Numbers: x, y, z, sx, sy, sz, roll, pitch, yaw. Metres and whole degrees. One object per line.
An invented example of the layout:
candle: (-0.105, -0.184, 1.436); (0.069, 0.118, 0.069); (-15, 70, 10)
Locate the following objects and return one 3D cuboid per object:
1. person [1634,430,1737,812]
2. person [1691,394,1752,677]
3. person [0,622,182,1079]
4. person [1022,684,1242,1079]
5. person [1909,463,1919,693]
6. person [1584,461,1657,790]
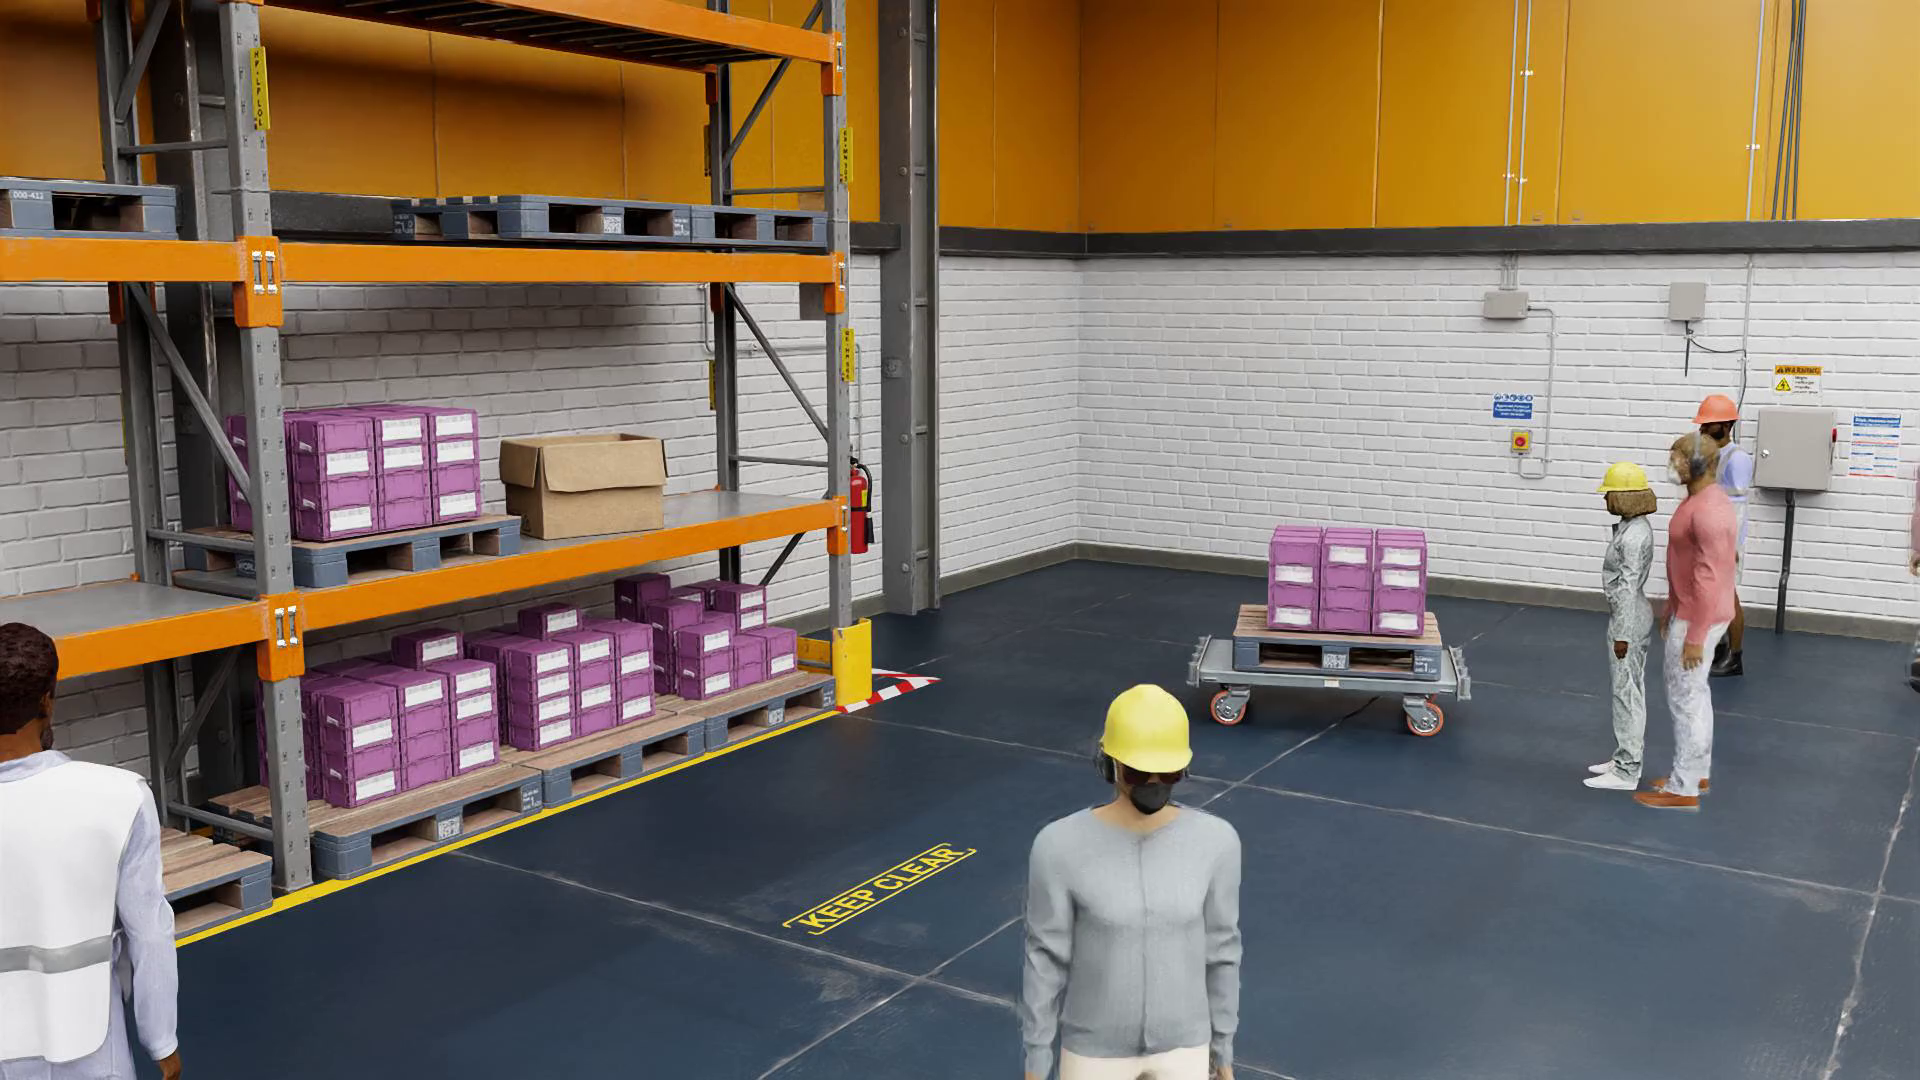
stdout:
person: (3.717, 0.407, 8.435); (0.391, 1.940, 0.635); (3, 9, 21)
person: (5.143, -0.031, 11.330); (0.431, 1.924, 0.557); (0, 9, 0)
person: (-2.070, 1.136, 3.734); (0.591, 1.919, 0.392); (-3, 9, -17)
person: (0.403, 1.175, 3.995); (0.538, 1.747, 0.616); (-1, 9, -9)
person: (6.316, 0.107, 10.466); (0.567, 1.905, 0.685); (-8, 12, -41)
person: (3.491, 0.450, 8.793); (0.320, 1.737, 0.483); (4, 10, 23)
